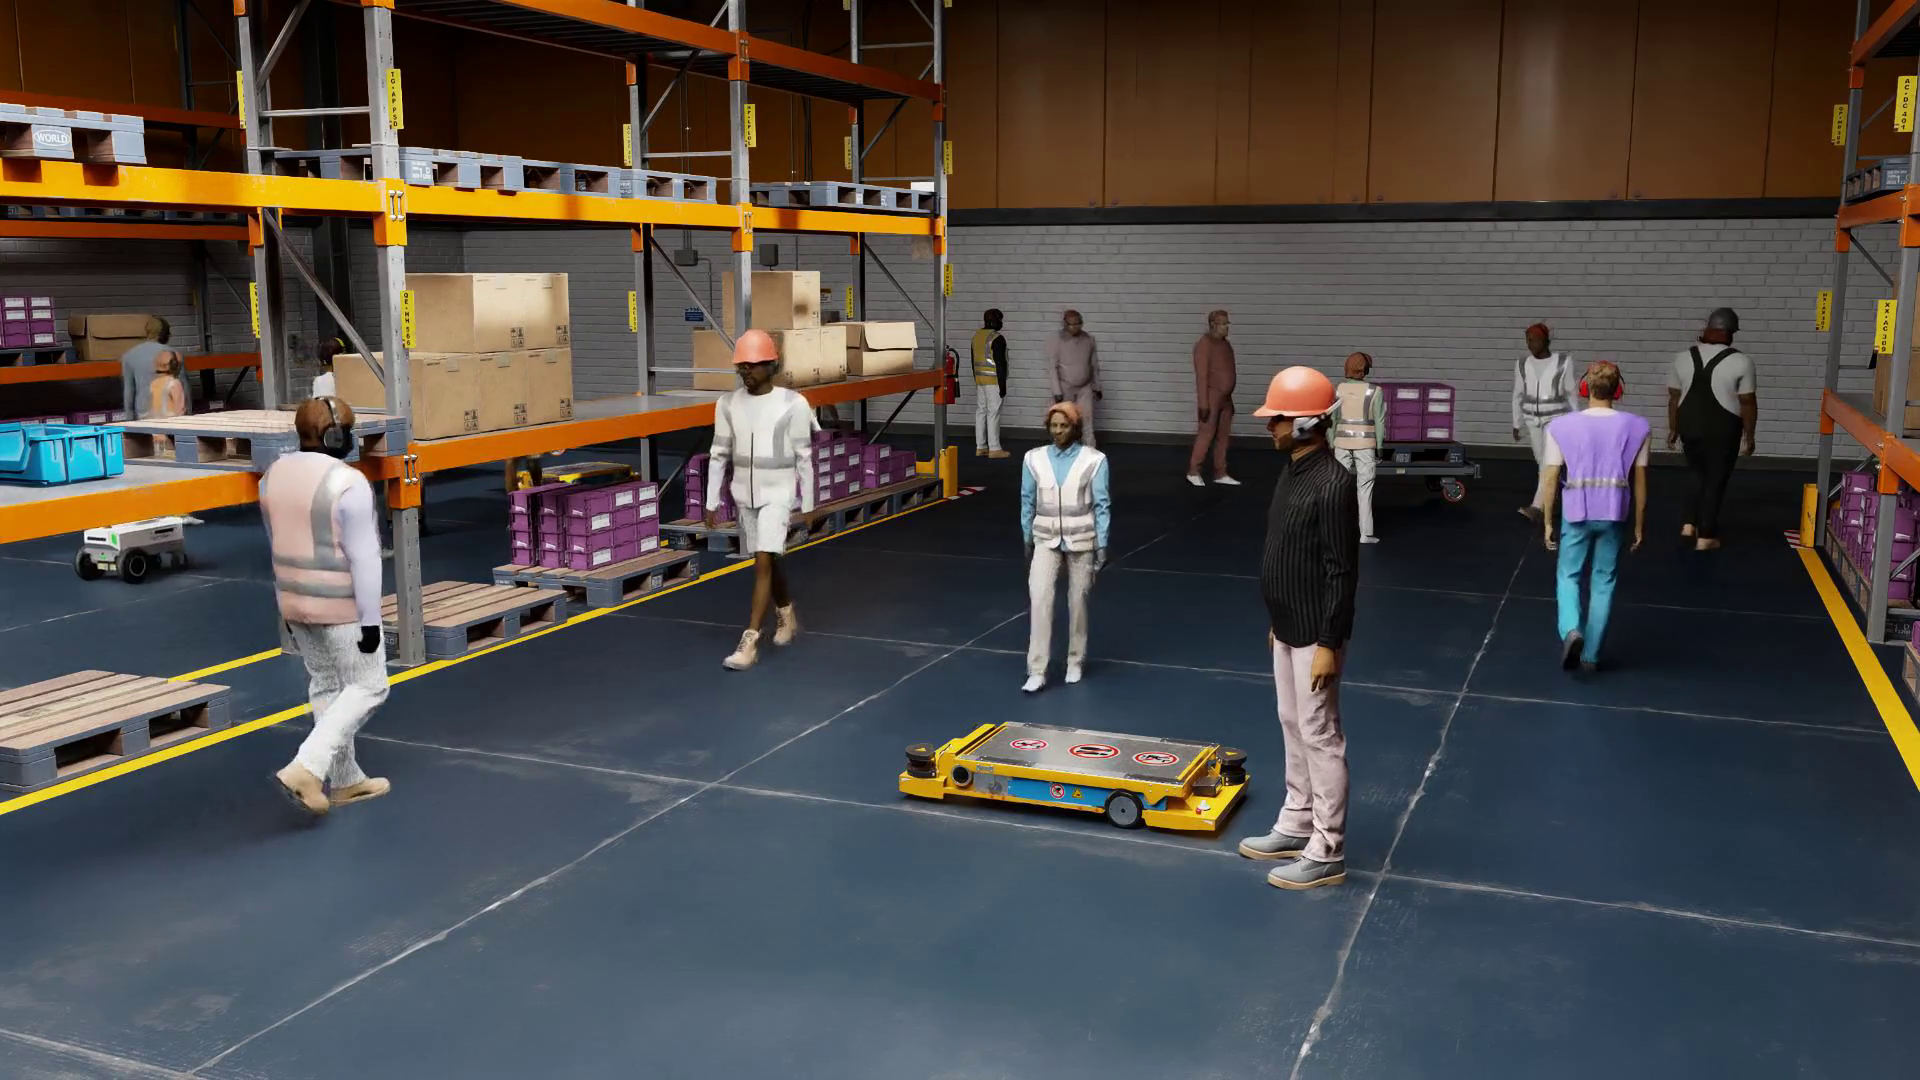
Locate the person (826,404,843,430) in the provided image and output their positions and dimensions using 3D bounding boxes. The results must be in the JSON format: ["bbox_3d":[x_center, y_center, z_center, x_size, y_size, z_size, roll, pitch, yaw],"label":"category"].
[{"bbox_3d":[-1.961,-2.254,22.355,0.783,1.899,0.577,-7,11,-35],"label":"person"}]

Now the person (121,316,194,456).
[{"bbox_3d":[-7.905,-1.248,16.304,0.617,1.896,1.028,1,9,8],"label":"person"}]

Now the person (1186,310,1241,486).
[{"bbox_3d":[2.771,-1.520,17.934,0.414,1.924,0.660,7,12,36],"label":"person"}]

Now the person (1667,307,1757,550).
[{"bbox_3d":[6.344,-0.941,13.945,0.581,2.000,0.701,-7,12,-37],"label":"person"}]

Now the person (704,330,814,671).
[{"bbox_3d":[-1.196,-0.268,10.032,0.629,1.992,1.049,4,10,21],"label":"person"}]

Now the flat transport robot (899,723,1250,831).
[{"bbox_3d":[0.512,1.023,7.392,1.431,0.197,0.652,4,10,22],"label":"flat transport robot"}]

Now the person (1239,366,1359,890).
[{"bbox_3d":[1.308,0.333,6.367,0.392,1.990,0.614,-1,9,-7],"label":"person"}]

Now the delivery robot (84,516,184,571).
[{"bbox_3d":[-6.270,-0.031,12.641,0.477,0.478,0.707,3,10,20],"label":"delivery robot"}]

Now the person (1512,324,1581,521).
[{"bbox_3d":[5.480,-1.107,15.608,0.630,1.826,0.962,8,13,42],"label":"person"}]

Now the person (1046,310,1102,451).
[{"bbox_3d":[1.372,-1.787,19.669,0.727,1.852,0.867,-4,10,-21],"label":"person"}]

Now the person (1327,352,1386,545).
[{"bbox_3d":[3.364,-0.774,14.145,0.511,1.640,0.308,6,11,33],"label":"person"}]

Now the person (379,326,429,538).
[{"bbox_3d":[-4.881,-0.963,14.510,0.578,1.935,0.585,-3,10,-19],"label":"person"}]

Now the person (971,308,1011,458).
[{"bbox_3d":[0.396,-1.940,20.599,0.429,1.842,0.632,-6,11,-31],"label":"person"}]

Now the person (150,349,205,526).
[{"bbox_3d":[-7.173,-0.907,15.006,0.544,1.616,0.520,9,13,42],"label":"person"}]

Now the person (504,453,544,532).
[{"bbox_3d":[-3.978,-1.103,15.054,0.617,2.008,0.818,-1,9,-7],"label":"person"}]

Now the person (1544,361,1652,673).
[{"bbox_3d":[3.646,-0.109,9.541,0.570,1.830,0.548,3,10,16],"label":"person"}]

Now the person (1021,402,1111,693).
[{"bbox_3d":[0.565,0.052,9.214,0.535,1.605,0.764,3,10,15],"label":"person"}]

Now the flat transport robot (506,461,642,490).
[{"bbox_3d":[-4.043,-0.667,17.632,0.652,0.197,1.431,6,11,33],"label":"flat transport robot"}]

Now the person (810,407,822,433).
[{"bbox_3d":[-1.928,-1.861,20.144,0.517,1.843,0.892,-7,11,-35],"label":"person"}]

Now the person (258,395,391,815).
[{"bbox_3d":[-2.723,0.296,7.114,0.628,1.826,0.564,5,11,29],"label":"person"}]

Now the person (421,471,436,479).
[{"bbox_3d":[-6.205,-1.547,18.599,0.879,1.718,0.535,4,10,21],"label":"person"}]

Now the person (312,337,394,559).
[{"bbox_3d":[-4.958,-0.683,13.082,0.524,1.822,0.996,8,12,38],"label":"person"}]
